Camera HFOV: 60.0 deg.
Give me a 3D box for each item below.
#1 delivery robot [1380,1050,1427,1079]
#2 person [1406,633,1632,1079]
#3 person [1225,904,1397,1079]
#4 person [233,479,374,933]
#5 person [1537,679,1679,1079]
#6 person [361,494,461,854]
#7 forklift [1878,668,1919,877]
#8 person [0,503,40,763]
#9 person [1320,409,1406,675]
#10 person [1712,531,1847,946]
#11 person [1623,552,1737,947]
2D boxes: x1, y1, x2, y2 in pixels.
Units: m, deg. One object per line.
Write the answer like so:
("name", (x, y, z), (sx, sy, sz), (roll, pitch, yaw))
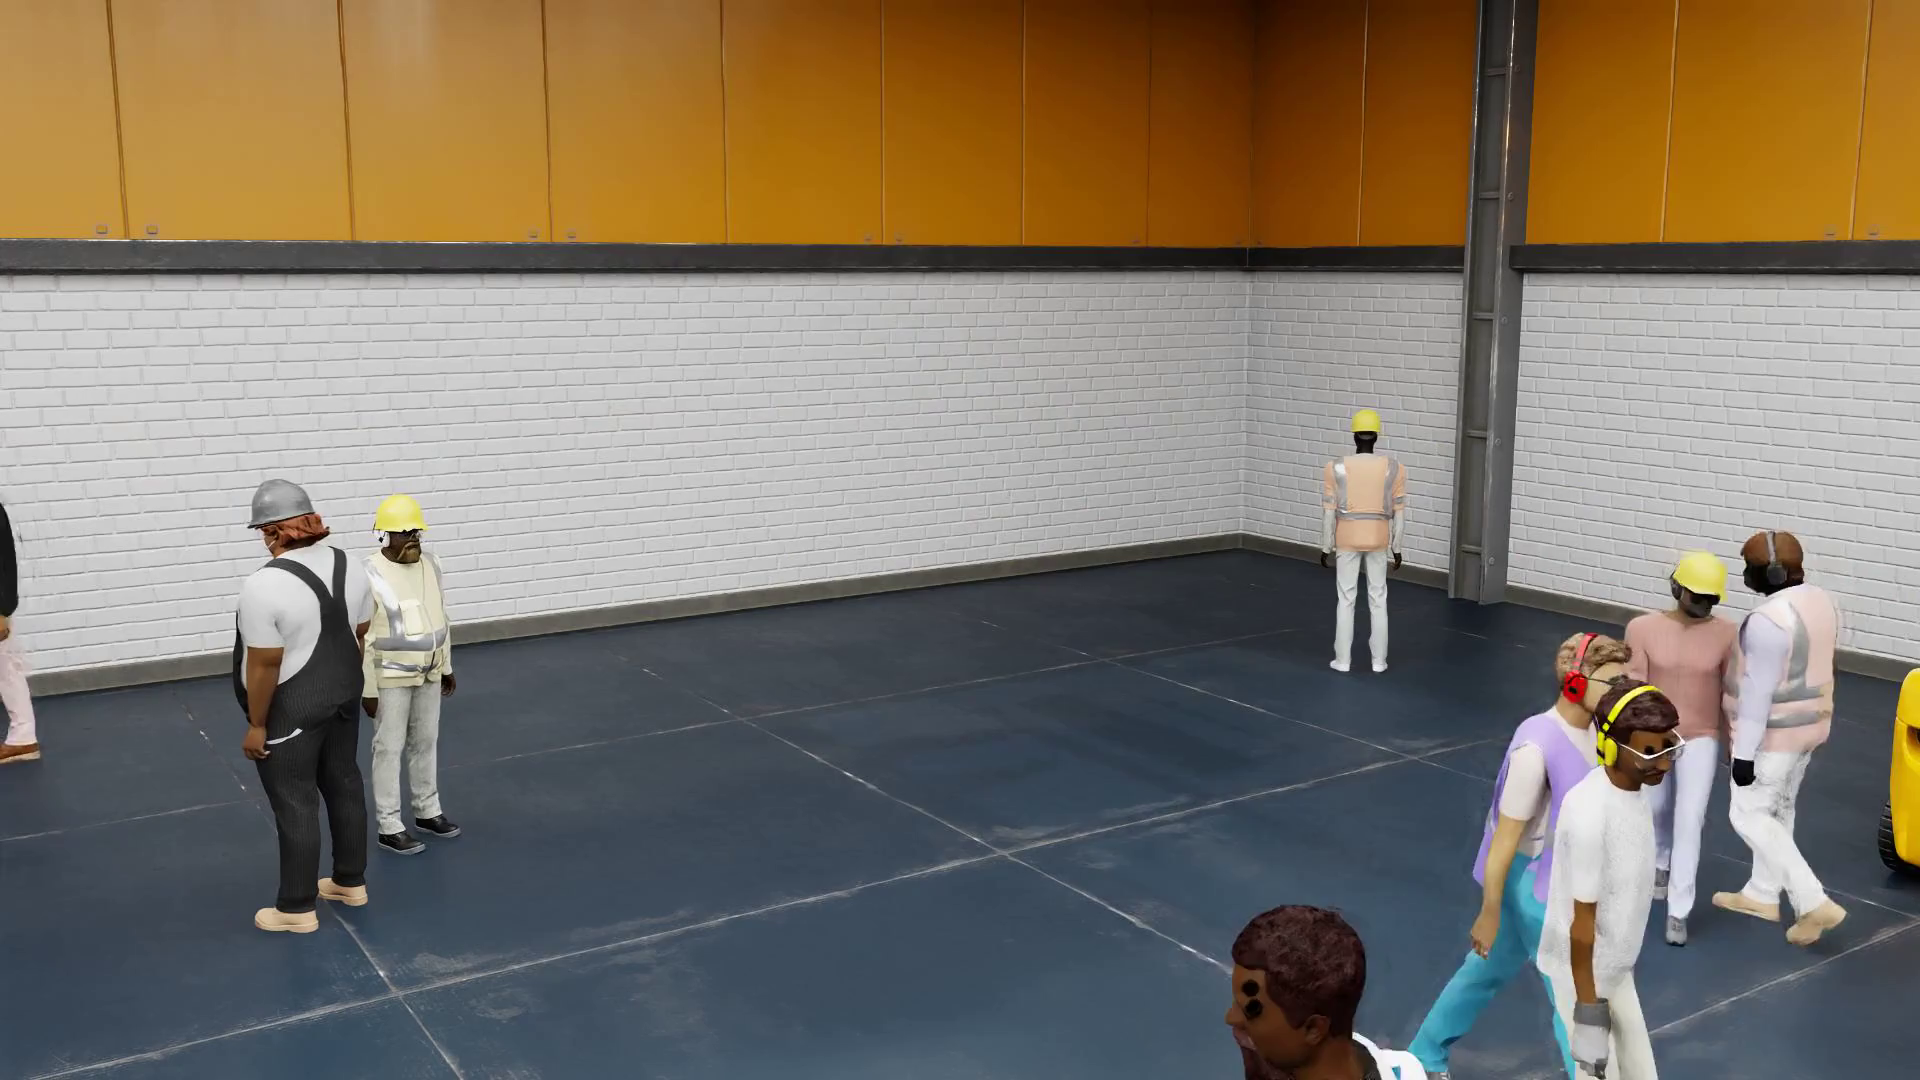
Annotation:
("delivery robot", (1.292, 1.809, 5.092), (0.477, 0.478, 0.707), (1, 10, 6))
("person", (1.942, 1.167, 5.570), (1.023, 1.787, 0.574), (7, 12, 37))
("person", (0.635, 1.544, 2.914), (0.445, 1.901, 0.618), (2, 10, 11))
("person", (-2.986, 0.721, 7.462), (0.537, 2.000, 0.679), (4, 10, 22))
("person", (1.827, 1.268, 4.807), (0.452, 1.836, 0.548), (7, 12, 38))
("person", (-2.805, 0.670, 8.431), (0.403, 1.826, 0.589), (5, 11, 27))
("forklift", (5.511, 0.571, 7.906), (2.313, 2.155, 1.214), (-6, 11, -33))
("person", (-5.824, 0.373, 9.753), (0.678, 1.967, 0.638), (-5, 10, -26))
("person", (2.911, 0.016, 12.056), (0.594, 1.922, 0.386), (1, 9, 5))
("person", (3.624, 0.868, 7.274), (0.675, 1.814, 0.644), (-8, 12, -39))
("person", (3.251, 0.879, 7.503), (0.512, 1.716, 0.830), (4, 10, 25))
